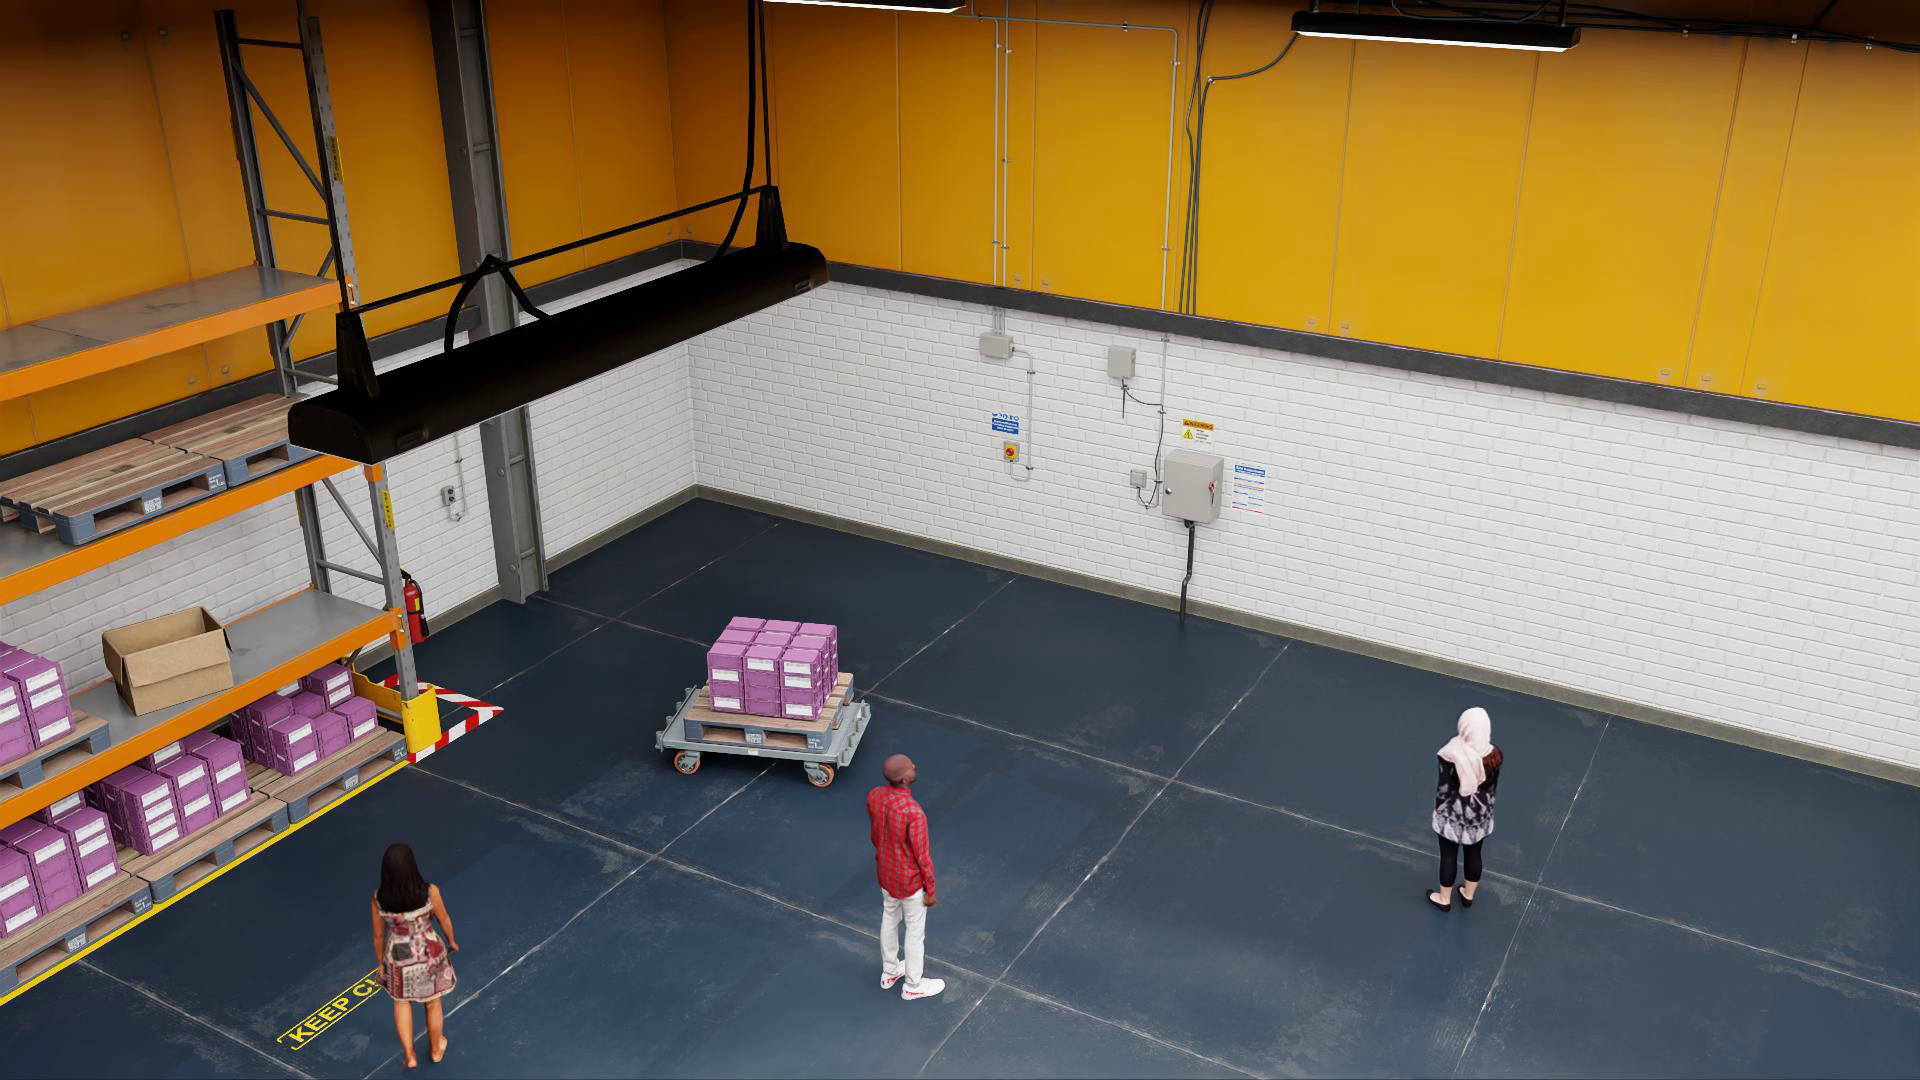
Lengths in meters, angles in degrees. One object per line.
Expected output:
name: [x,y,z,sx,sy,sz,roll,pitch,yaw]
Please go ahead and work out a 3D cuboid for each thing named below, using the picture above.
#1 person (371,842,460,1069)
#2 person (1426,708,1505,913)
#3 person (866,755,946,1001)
person: [-3.373,2.618,10.281,0.822,1.639,0.873,-4,24,-10]
person: [3.607,1.919,11.881,0.751,1.638,0.806,-5,24,-11]
person: [-0.380,2.207,10.996,0.679,1.819,0.723,-21,31,-40]
